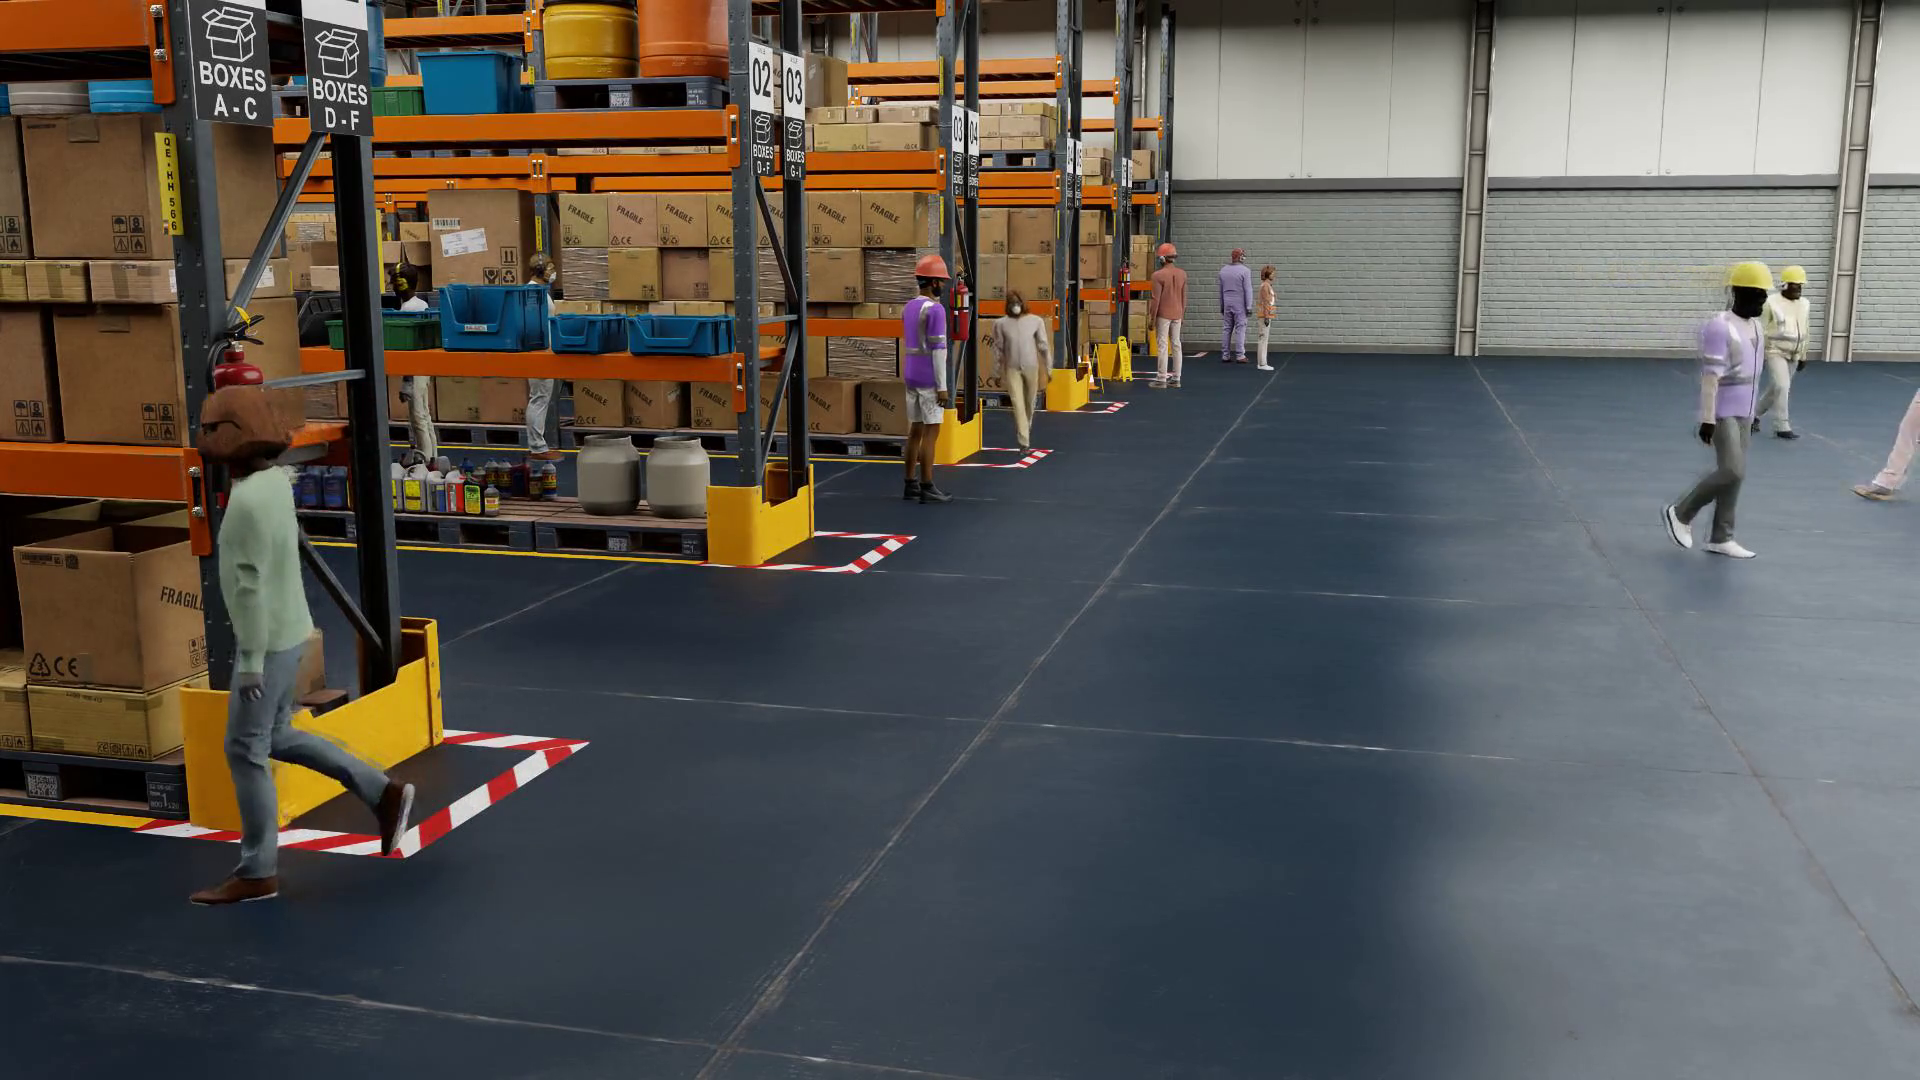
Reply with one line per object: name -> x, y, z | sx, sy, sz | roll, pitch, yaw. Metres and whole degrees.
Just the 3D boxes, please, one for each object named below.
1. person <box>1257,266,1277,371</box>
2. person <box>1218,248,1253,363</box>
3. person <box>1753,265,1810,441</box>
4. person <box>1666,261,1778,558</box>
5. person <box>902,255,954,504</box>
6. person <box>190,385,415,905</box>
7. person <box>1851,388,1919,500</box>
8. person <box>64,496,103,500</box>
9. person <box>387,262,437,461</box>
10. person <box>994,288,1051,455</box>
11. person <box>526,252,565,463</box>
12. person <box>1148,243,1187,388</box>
person -> 4.821, -3.490, 26.185 | 0.306, 1.640, 0.522 | 2, 10, 10
person -> 4.609, -3.892, 27.672 | 0.409, 1.907, 0.651 | -10, 14, -43
person -> 8.494, -1.954, 17.270 | 0.594, 1.797, 0.848 | -3, 11, -17
person -> 4.944, -0.834, 10.714 | 0.605, 1.911, 0.487 | -8, 13, -38
person -> -0.239, -1.242, 12.952 | 0.386, 1.930, 0.540 | -5, 11, -26
person -> -2.087, 0.319, 5.174 | 0.600, 1.607, 0.527 | -3, 11, -15
person -> 7.635, -1.229, 12.883 | 1.080, 1.937, 0.607 | 1, 10, 5
person -> -5.687, -0.717, 10.837 | 0.266, 1.631, 0.507 | 1, 10, 5
person -> -4.442, -1.307, 13.498 | 0.328, 1.856, 0.521 | -1, 10, -5
person -> 0.602, -1.646, 16.108 | 0.543, 1.596, 0.761 | 1, 10, 3
person -> -3.872, -1.676, 15.351 | 0.369, 1.932, 0.622 | -2, 11, -13
person -> 2.872, -3.103, 23.050 | 0.609, 1.997, 0.375 | -7, 12, -33
